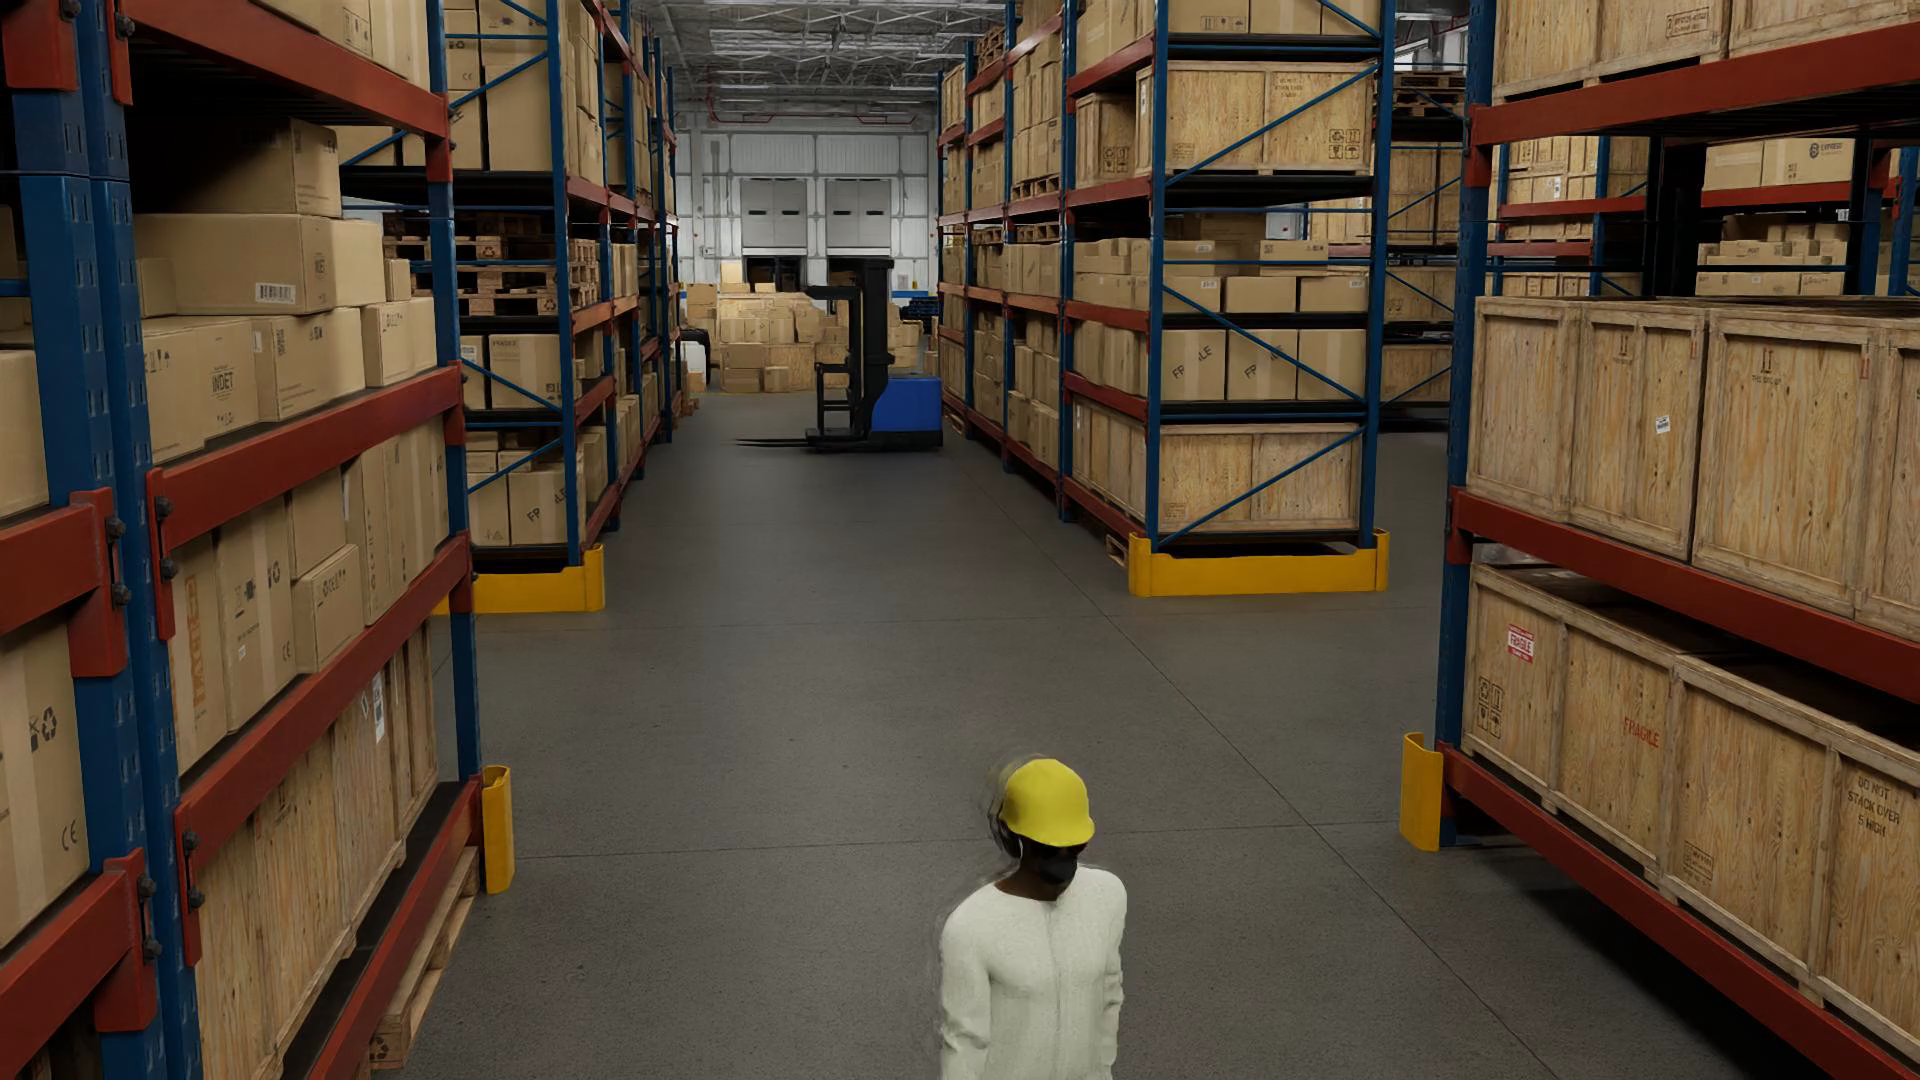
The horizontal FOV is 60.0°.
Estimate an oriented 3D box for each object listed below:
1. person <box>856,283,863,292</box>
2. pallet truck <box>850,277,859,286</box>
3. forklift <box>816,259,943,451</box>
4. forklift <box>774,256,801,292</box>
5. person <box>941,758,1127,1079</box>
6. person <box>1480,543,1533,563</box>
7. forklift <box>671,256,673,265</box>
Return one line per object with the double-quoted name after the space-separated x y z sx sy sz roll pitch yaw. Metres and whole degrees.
-3.410 -7.840 57.010 0.445 1.925 0.628 2 10 12 "person"
-3.782 -9.391 65.808 1.885 1.965 0.823 2 10 10 "pallet truck"
-1.232 -2.764 24.659 1.873 2.768 1.129 -1 10 -7 "forklift"
-6.208 -8.857 60.127 1.129 2.768 1.873 -6 12 -33 "forklift"
0.208 1.365 3.986 0.544 1.712 0.912 -5 11 -25 "person"
4.212 -0.181 12.686 0.509 1.821 0.629 1 10 7 "person"
-10.987 -9.066 61.344 1.129 2.768 1.873 -1 10 -7 "forklift"
